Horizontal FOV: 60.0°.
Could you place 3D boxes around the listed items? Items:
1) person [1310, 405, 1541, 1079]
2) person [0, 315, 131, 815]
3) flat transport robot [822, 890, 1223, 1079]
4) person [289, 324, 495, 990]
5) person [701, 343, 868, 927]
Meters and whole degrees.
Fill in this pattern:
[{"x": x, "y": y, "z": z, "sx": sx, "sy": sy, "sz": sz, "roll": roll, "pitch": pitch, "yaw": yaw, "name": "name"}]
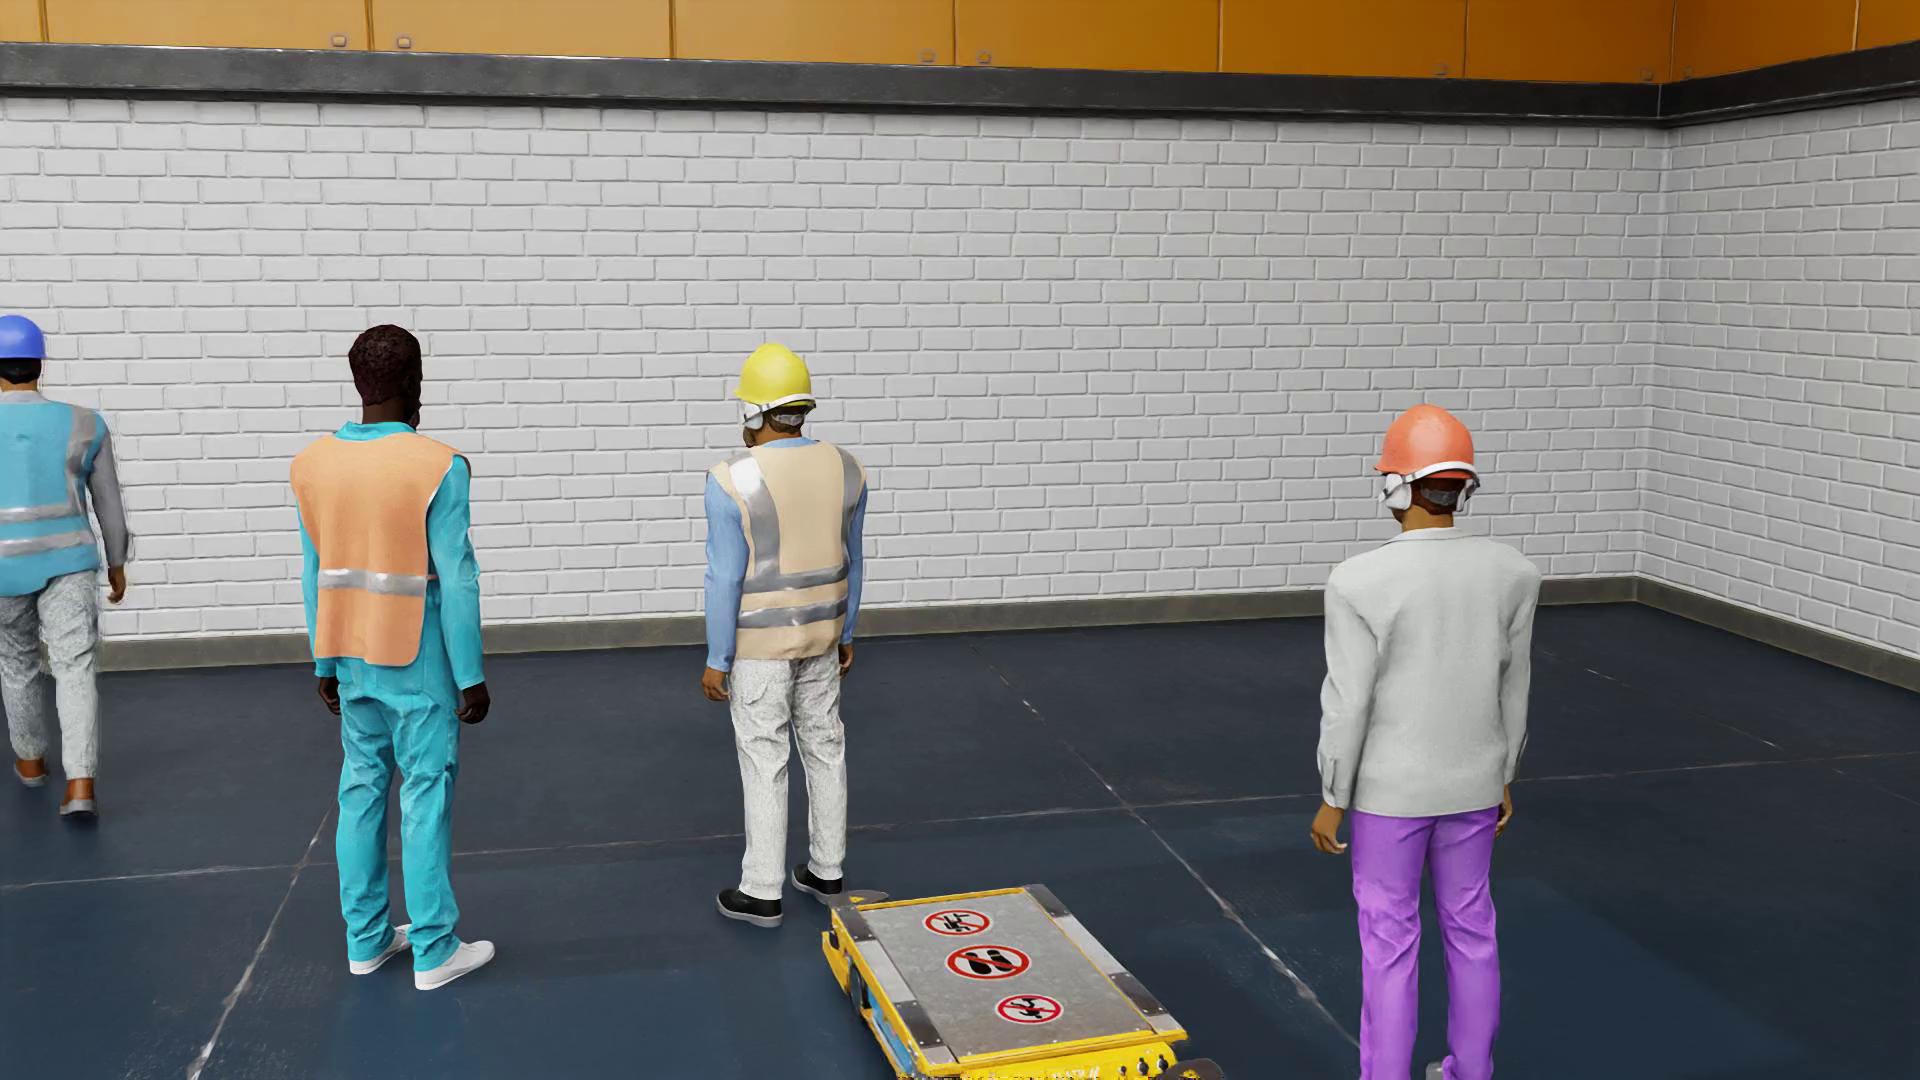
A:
[{"x": 1.081, "y": 0.556, "z": 3.959, "sx": 0.563, "sy": 1.752, "sz": 0.341, "roll": -3, "pitch": 10, "yaw": -19, "name": "person"}, {"x": -3.517, "y": 0.091, "z": 6.375, "sx": 0.634, "sy": 1.899, "sz": 1.012, "roll": -6, "pitch": 11, "yaw": -33, "name": "person"}, {"x": 0.108, "y": 1.229, "z": 4.368, "sx": 0.652, "sy": 0.197, "sz": 1.431, "roll": -3, "pitch": 10, "yaw": -17, "name": "flat transport robot"}, {"x": -1.635, "y": 0.343, "z": 4.792, "sx": 0.587, "sy": 1.911, "sz": 0.397, "roll": 4, "pitch": 10, "yaw": 21, "name": "person"}, {"x": -0.570, "y": 0.300, "z": 5.271, "sx": 0.590, "sy": 1.837, "sz": 0.403, "roll": -9, "pitch": 13, "yaw": -42, "name": "person"}]
